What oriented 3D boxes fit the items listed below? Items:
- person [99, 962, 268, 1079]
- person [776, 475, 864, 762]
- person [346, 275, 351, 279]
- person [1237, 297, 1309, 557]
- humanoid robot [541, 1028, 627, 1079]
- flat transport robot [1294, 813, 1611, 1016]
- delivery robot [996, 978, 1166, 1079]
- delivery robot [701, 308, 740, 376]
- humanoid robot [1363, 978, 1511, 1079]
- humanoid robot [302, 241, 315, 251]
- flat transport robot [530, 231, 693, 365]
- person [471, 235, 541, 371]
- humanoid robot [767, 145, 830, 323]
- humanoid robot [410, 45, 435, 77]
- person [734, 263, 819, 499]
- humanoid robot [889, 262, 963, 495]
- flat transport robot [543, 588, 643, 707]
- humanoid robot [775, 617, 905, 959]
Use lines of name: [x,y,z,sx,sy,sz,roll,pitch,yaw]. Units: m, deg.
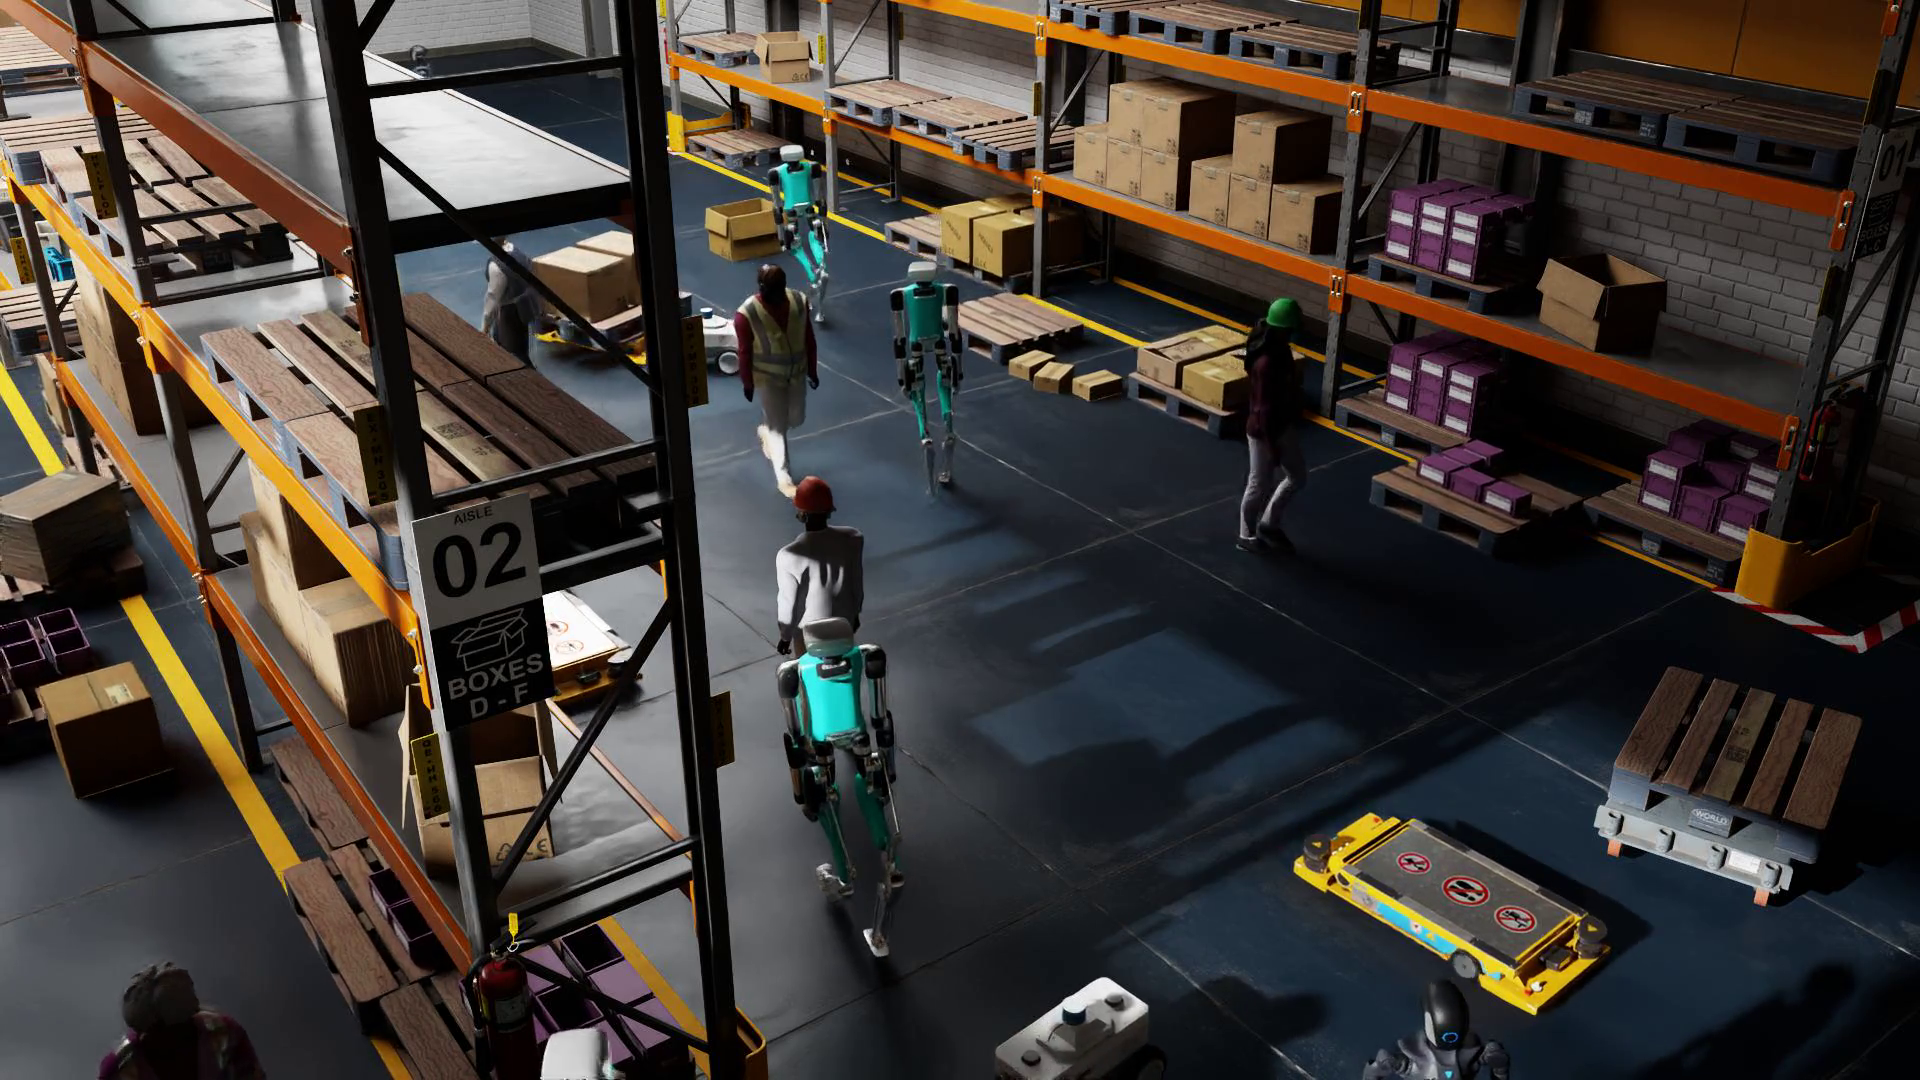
person: [-2.640,2.211,5.845,0.533,1.833,0.381,-20,33,-34]
person: [-0.798,0.448,9.440,0.561,1.752,0.325,-19,32,-32]
person: [-5.194,-1.796,13.976,0.914,1.691,0.645,15,30,28]
person: [2.215,-0.755,11.641,0.547,1.934,0.496,18,32,31]
humanoid robot: [-1.436,2.417,5.586,0.761,1.819,0.547,-5,27,-11]
flat transport robot: [2.456,1.817,8.374,0.659,0.231,1.431,-21,34,-36]
delivery robot: [0.498,2.240,7.224,0.808,0.604,0.499,-23,34,-38]
delivery robot: [-2.297,-1.845,15.331,0.752,0.587,0.525,1,27,2]
humanoid robot: [1.722,2.226,6.057,0.614,1.631,0.772,-2,27,-4]
humanoid robot: [-6.017,-2.645,15.683,0.343,1.648,0.599,8,28,16]
flat transport robot: [-3.316,-1.972,15.910,1.431,0.231,0.659,16,31,29]
person: [-3.836,-1.910,14.155,0.519,1.733,0.744,-1,27,-1]
humanoid robot: [-1.503,-2.909,16.154,0.573,1.738,1.000,-8,28,-15]
humanoid robot: [-6.874,-5.514,21.377,0.353,1.649,0.595,-11,29,-21]
person: [-1.425,-1.289,12.831,0.623,1.811,0.784,-18,32,-32]
humanoid robot: [-0.225,-1.127,12.727,0.563,1.902,0.722,-3,27,-6]
flat transport robot: [-2.662,0.636,10.722,0.659,0.231,1.431,-18,32,-31]
humanoid robot: [-0.521,1.241,7.909,0.565,1.753,0.987,-9,28,-17]
